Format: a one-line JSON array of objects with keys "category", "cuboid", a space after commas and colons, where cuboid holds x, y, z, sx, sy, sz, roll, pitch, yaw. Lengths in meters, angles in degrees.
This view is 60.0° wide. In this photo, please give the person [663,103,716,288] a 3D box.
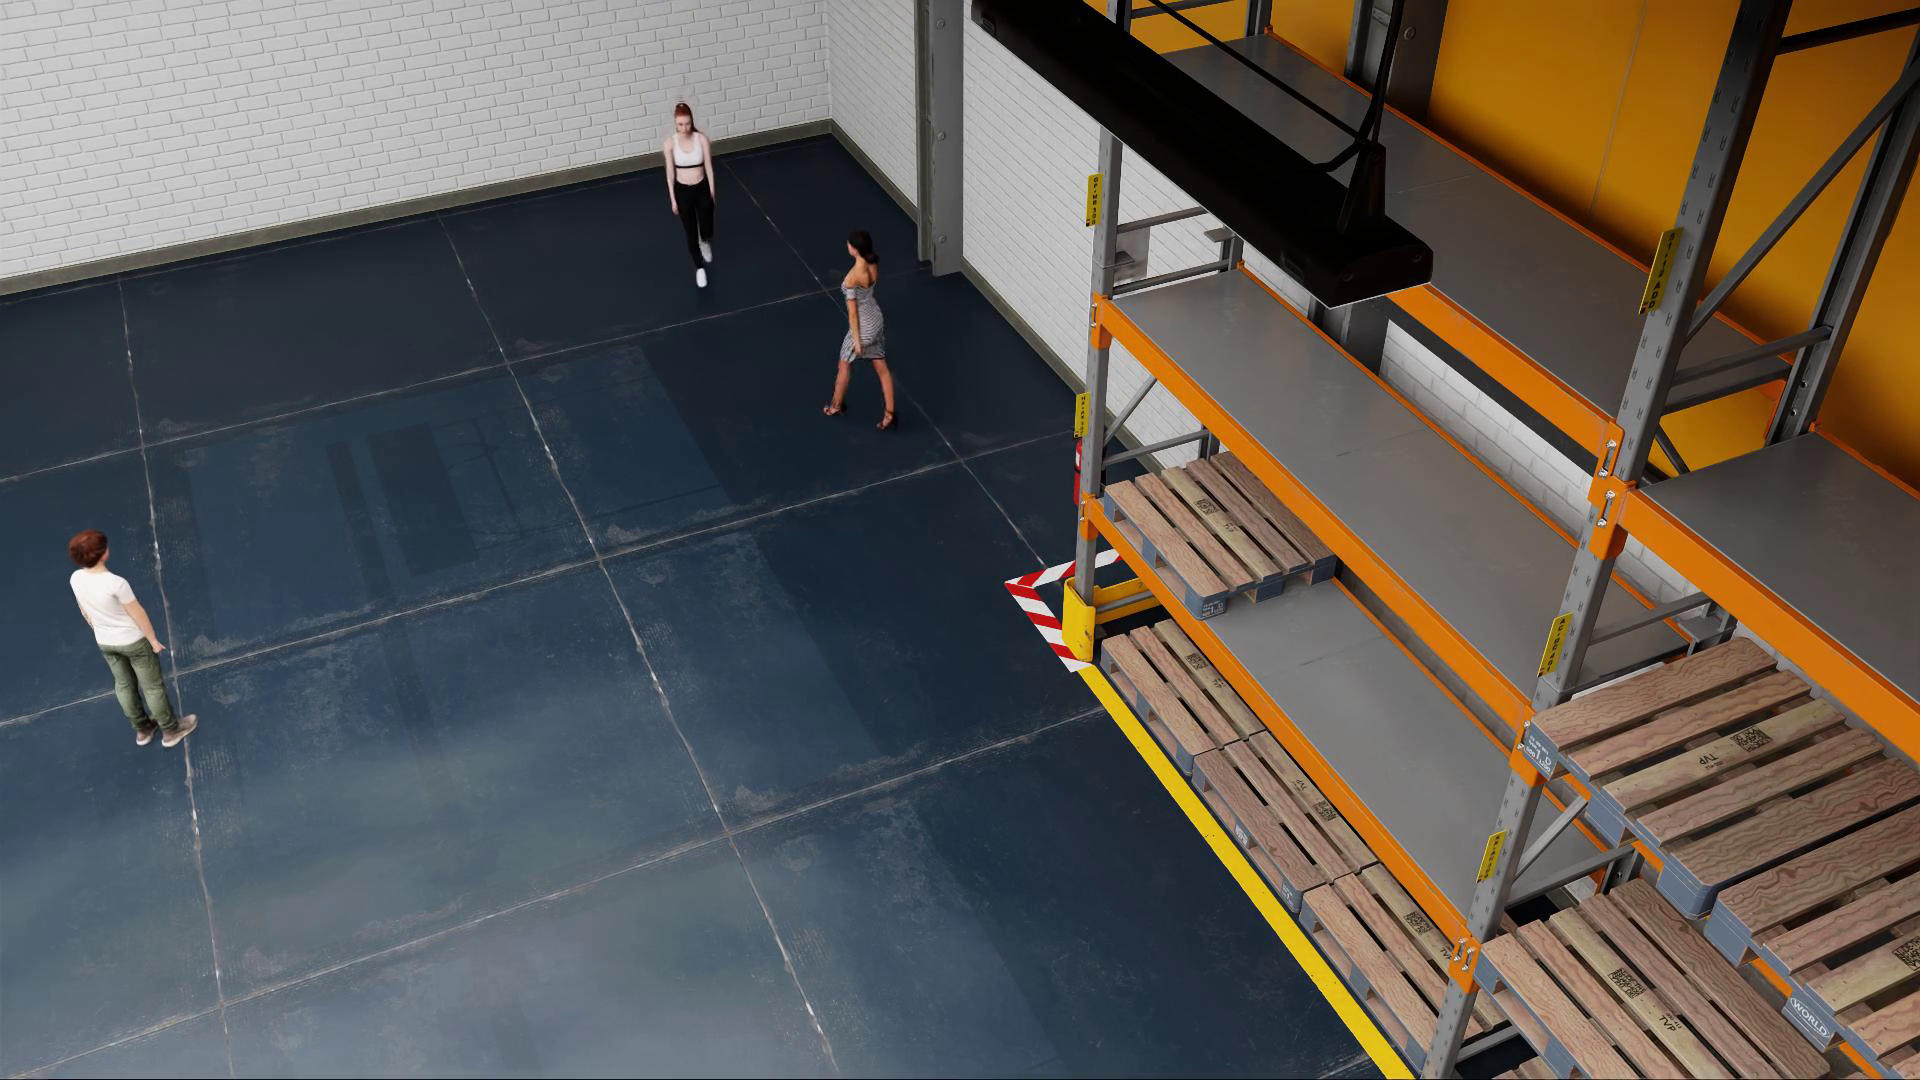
[{"category": "person", "cuboid": [-2.471, -3.208, 15.290, 0.672, 1.736, 0.825, -8, 39, -10]}]

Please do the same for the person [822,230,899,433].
[{"category": "person", "cuboid": [-0.668, -1.629, 13.265, 1.024, 1.796, 0.895, 22, 43, 25]}]

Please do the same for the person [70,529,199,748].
[{"category": "person", "cuboid": [-5.305, 0.633, 10.547, 0.671, 1.653, 0.703, 7, 39, 8]}]
